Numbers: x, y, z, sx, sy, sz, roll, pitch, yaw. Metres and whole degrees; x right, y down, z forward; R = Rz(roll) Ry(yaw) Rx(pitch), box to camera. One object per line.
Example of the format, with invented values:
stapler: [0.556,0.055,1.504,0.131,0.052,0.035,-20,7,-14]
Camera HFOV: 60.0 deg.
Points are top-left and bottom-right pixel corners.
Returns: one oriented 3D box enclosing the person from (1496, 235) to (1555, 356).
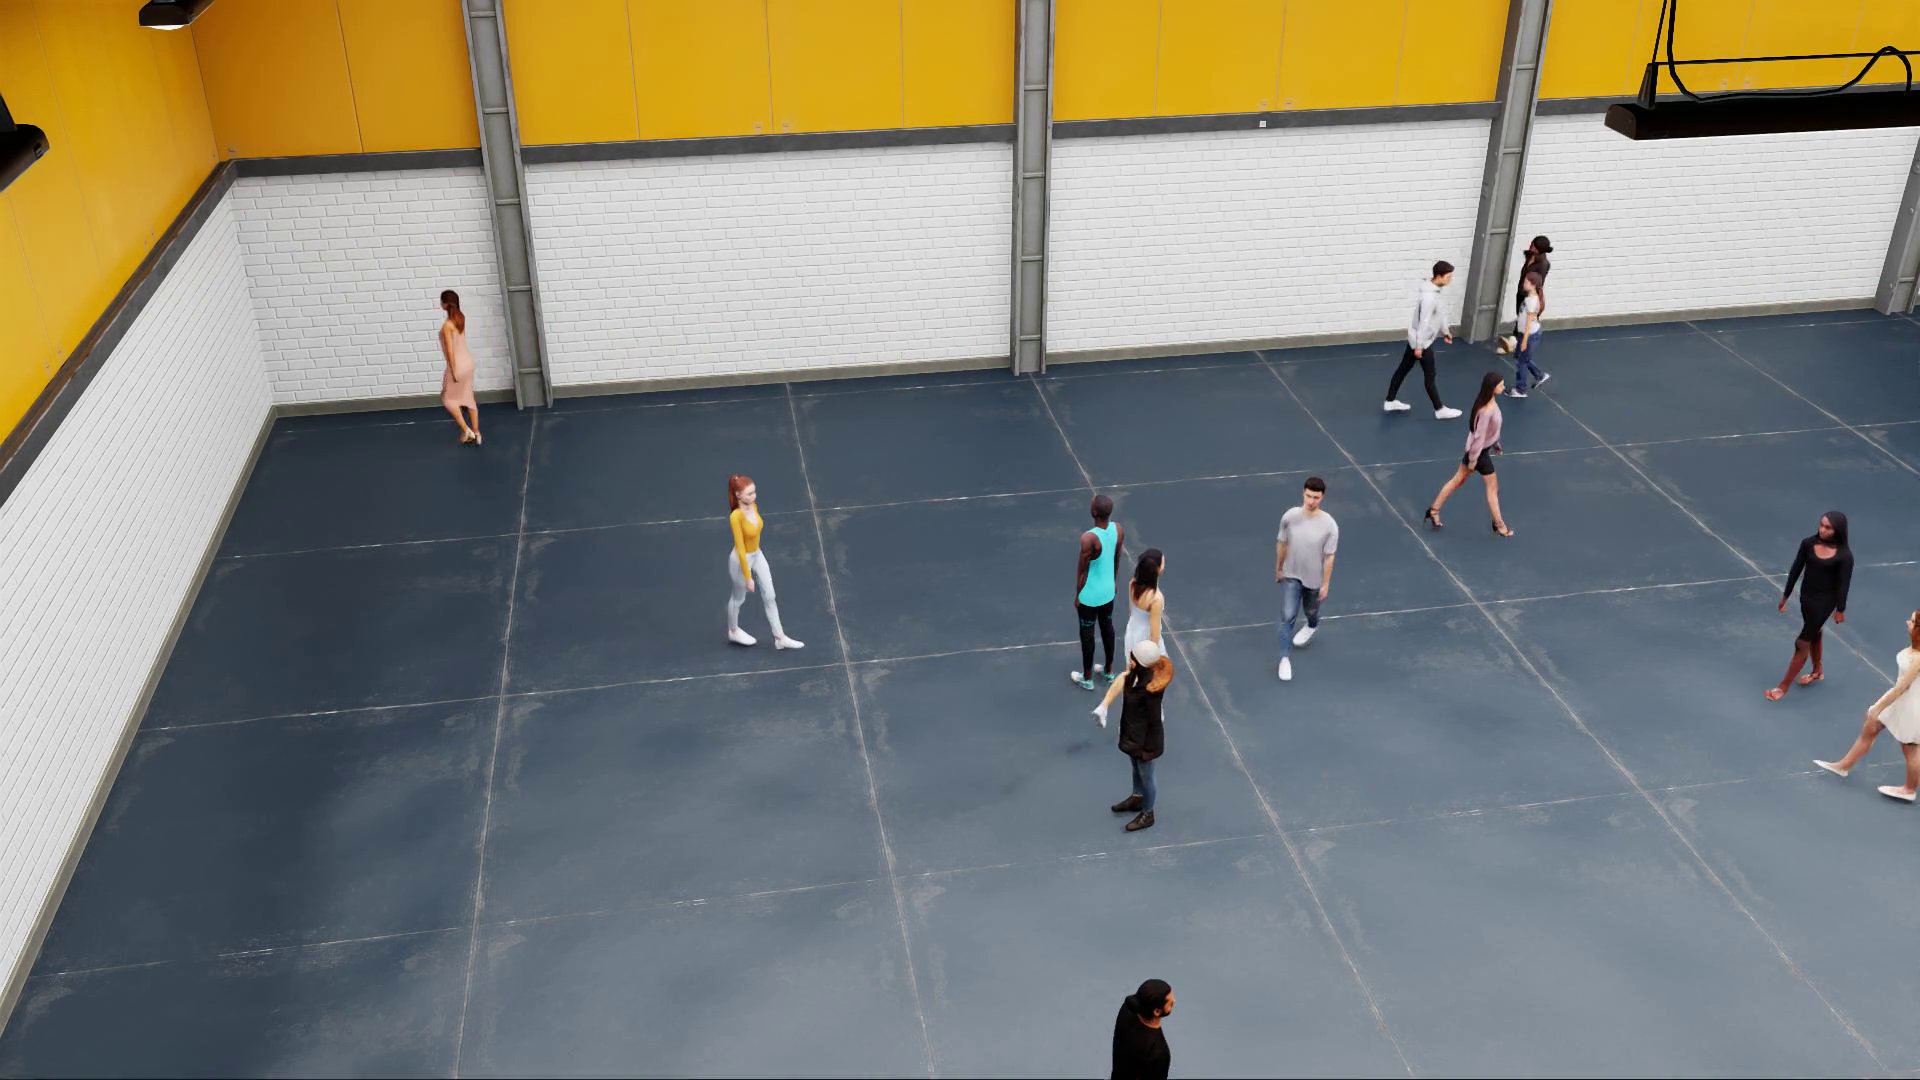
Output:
person: [6.933,-2.981,20.605,0.813,1.642,0.709,-7,29,-13]

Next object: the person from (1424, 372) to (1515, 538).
person: [5.056,-0.839,16.560,1.198,1.756,0.937,7,29,13]

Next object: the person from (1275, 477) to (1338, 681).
person: [3.004,0.261,14.440,1.151,1.855,1.063,12,31,21]

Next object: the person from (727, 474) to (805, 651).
person: [-1.967,0.213,14.672,1.081,1.717,0.924,11,31,20]

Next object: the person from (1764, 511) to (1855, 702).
person: [7.346,0.518,14.145,1.092,1.686,0.792,-13,31,-22]

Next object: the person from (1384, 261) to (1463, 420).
person: [5.207,-2.295,19.106,1.241,1.874,1.036,6,29,11]

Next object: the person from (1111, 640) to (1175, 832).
person: [1.375,1.442,12.504,0.605,1.635,0.634,-7,29,-13]

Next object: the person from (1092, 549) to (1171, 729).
person: [1.410,0.859,13.492,1.027,1.712,0.832,-16,32,-26]

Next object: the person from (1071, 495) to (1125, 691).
person: [1.175,0.444,14.155,0.613,1.806,0.733,-20,34,-32]

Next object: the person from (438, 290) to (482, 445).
person: [-5.471,-1.890,18.418,0.735,1.821,0.707,10,30,18]

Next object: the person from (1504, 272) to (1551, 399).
person: [6.802,-2.431,19.692,0.820,1.552,0.725,7,29,12]

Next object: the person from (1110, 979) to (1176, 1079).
person: [0.894,3.144,9.291,1.178,1.723,0.783,-11,30,-19]

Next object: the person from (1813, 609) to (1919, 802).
person: [7.340,1.302,12.713,1.045,1.681,0.874,11,31,20]
